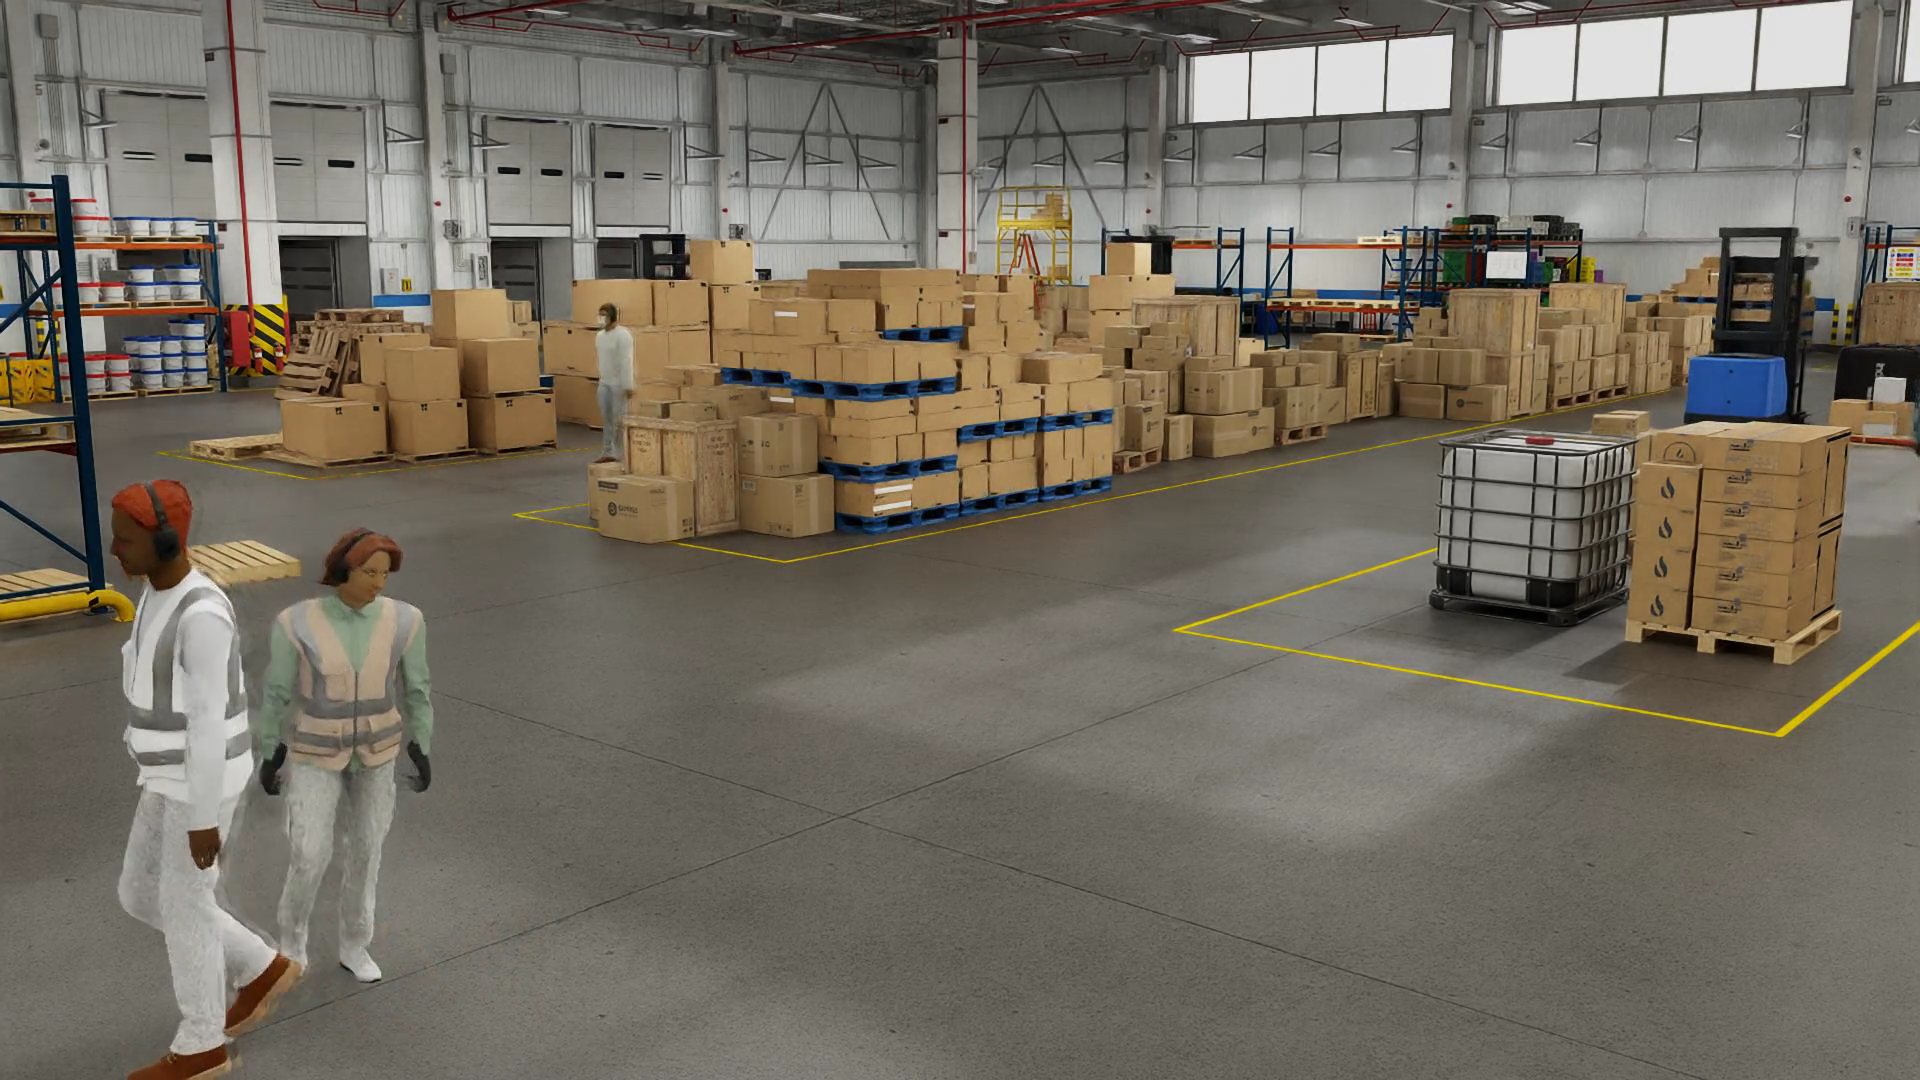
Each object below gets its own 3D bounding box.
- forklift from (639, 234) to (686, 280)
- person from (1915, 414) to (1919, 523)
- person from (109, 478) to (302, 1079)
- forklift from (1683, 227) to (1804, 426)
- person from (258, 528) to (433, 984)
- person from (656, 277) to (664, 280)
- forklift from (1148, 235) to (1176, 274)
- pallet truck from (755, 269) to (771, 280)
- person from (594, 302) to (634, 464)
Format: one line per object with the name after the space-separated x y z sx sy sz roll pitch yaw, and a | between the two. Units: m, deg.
-5.951 -4.756 33.470 1.873 2.768 1.129 8 13 40 | forklift
8.931 -0.864 14.982 0.531 1.592 0.871 -1 10 -6 | person
-2.339 0.737 5.047 0.463 1.872 0.604 -8 13 -38 | person
10.798 -2.869 22.727 1.129 2.768 1.873 8 13 40 | forklift
-2.096 0.751 5.711 0.553 1.608 0.468 -7 12 -34 | person
-6.465 -4.719 35.987 0.634 1.929 0.387 -5 11 -25 | person
4.571 -5.527 37.859 1.873 2.768 1.129 5 11 24 | forklift
-4.996 -6.432 45.525 1.885 1.965 0.823 -6 12 -32 | pallet truck
-4.000 -1.840 19.600 0.636 1.925 0.698 9 14 43 | person
